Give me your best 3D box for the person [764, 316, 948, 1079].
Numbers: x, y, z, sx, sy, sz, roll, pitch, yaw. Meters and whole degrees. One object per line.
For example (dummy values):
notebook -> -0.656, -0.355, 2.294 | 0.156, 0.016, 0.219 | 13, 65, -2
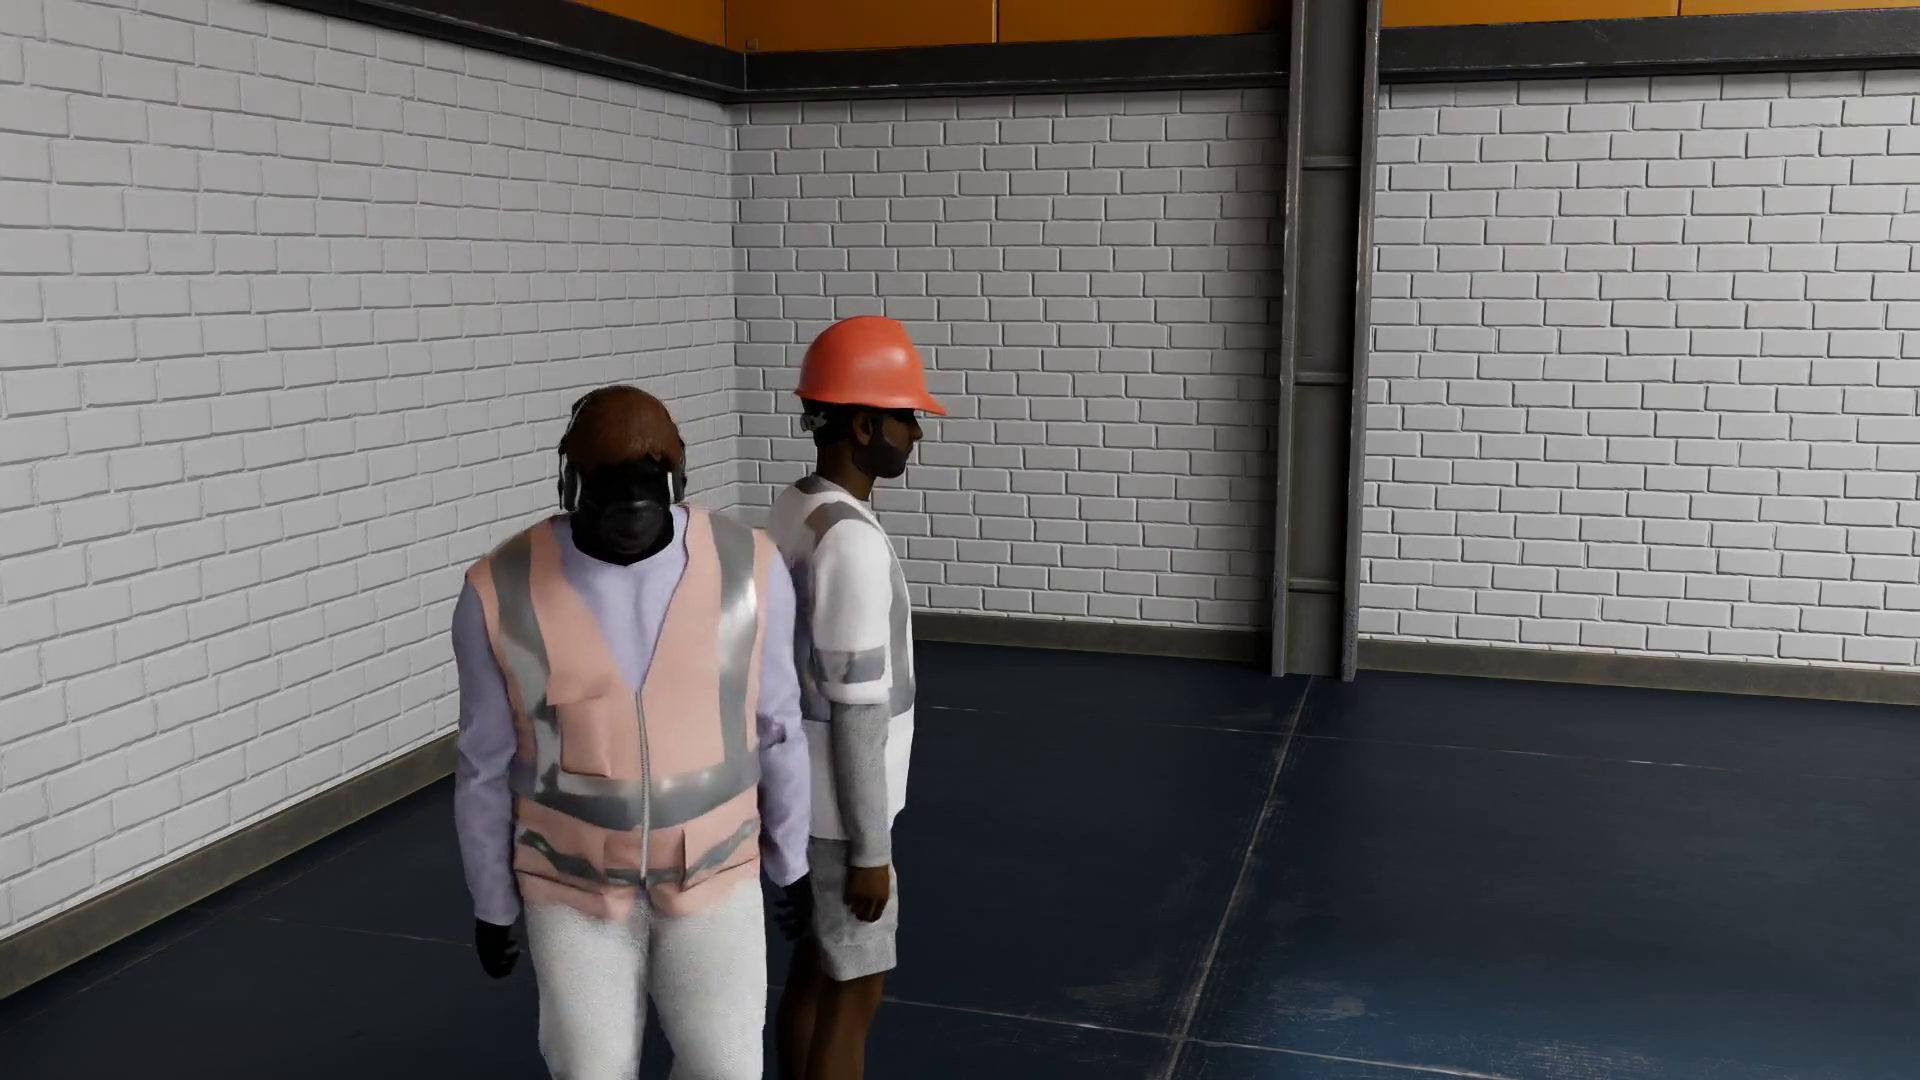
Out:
person -> -0.213, 0.514, 3.398 | 0.384, 1.929, 0.539 | -3, 10, -17

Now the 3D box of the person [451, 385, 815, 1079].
person -> -0.607, 0.609, 3.131 | 0.653, 1.821, 0.551 | -2, 10, -14
